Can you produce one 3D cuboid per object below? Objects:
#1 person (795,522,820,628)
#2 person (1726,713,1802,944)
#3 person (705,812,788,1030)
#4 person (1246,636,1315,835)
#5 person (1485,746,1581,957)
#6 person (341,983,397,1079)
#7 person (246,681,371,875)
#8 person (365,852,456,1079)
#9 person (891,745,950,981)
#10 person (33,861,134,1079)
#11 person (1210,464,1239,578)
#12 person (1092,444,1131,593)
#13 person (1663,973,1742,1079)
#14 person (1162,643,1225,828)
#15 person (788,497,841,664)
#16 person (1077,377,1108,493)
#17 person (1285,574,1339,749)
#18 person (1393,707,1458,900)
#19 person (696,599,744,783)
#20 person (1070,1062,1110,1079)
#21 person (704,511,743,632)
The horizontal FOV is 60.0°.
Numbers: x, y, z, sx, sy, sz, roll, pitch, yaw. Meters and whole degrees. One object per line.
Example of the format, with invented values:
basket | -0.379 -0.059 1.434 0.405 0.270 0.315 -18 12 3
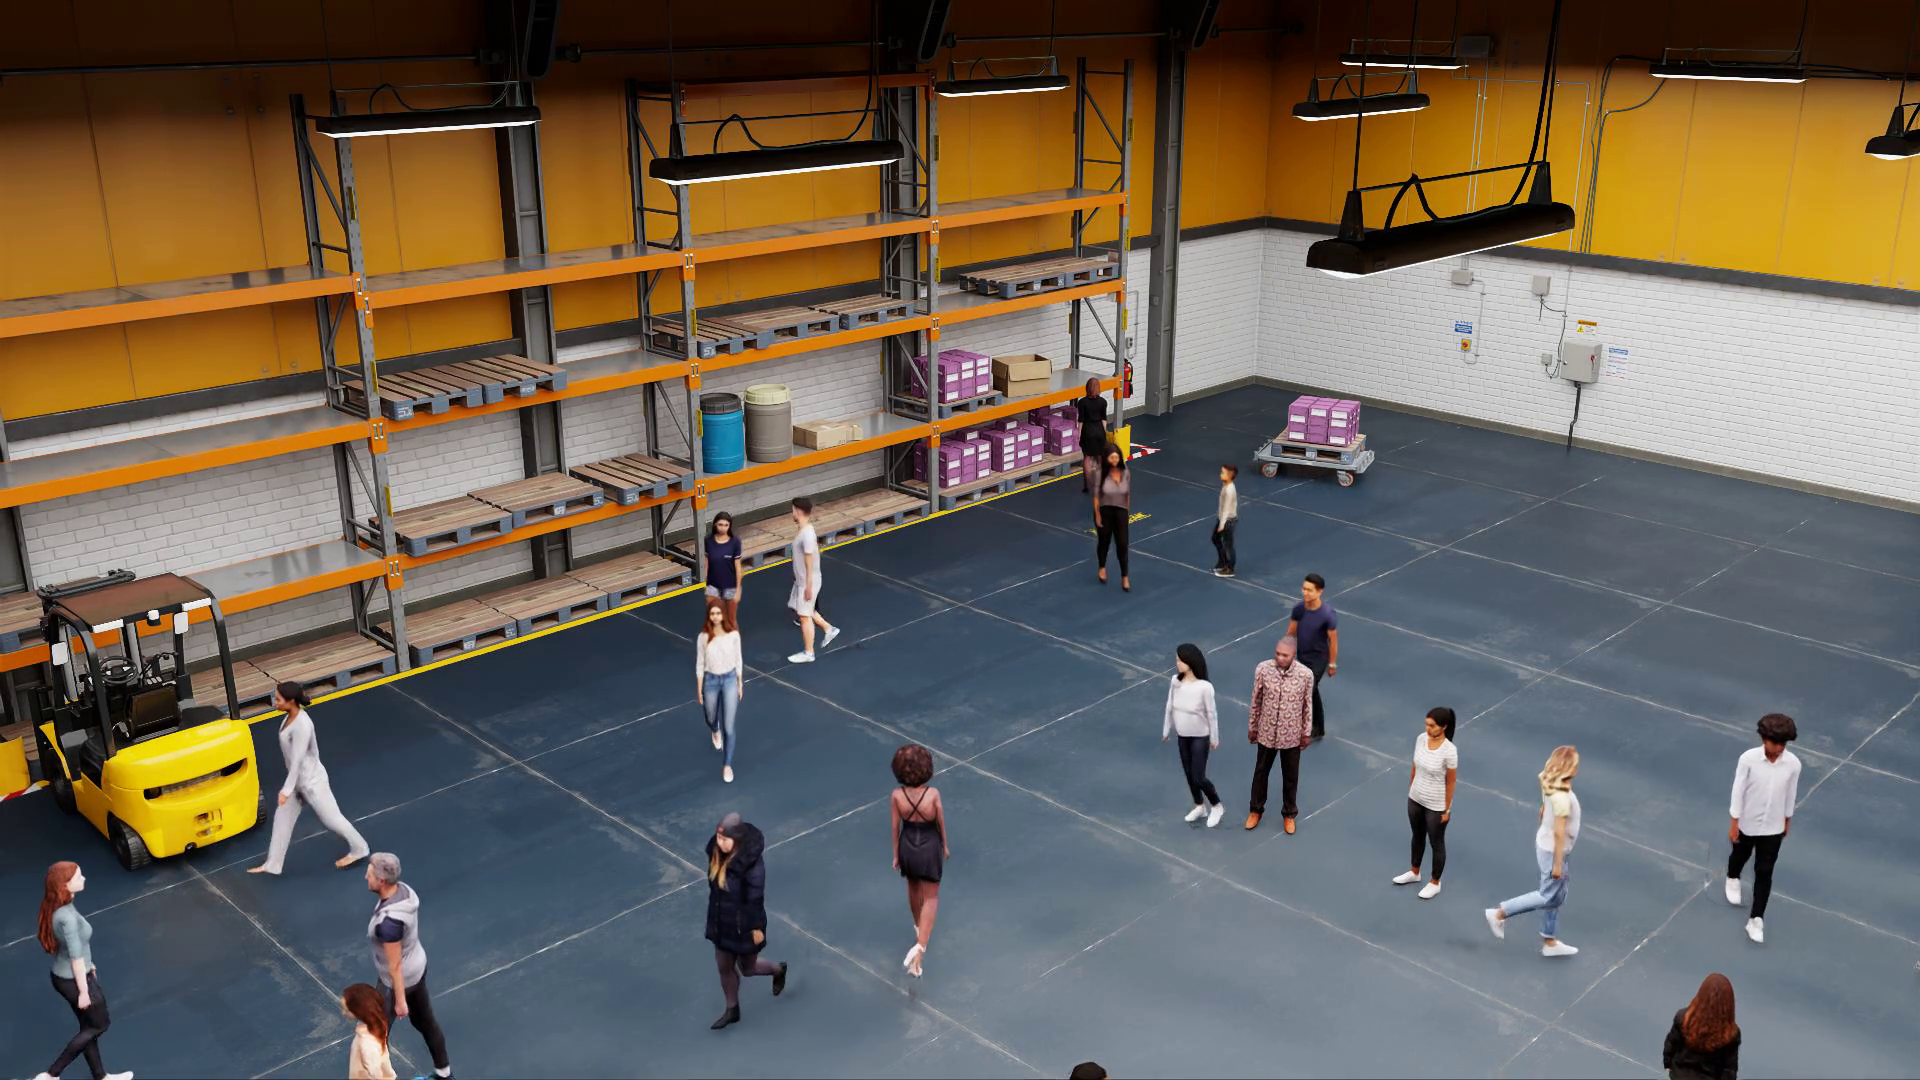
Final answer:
person | -1.752 0.390 19.070 0.575 1.253 0.412 16 24 40
person | 6.230 2.154 13.027 0.977 1.768 1.215 5 19 15
person | -1.510 2.644 11.738 0.695 1.660 0.915 15 24 38
person | 2.782 1.657 14.438 0.781 1.809 0.776 5 19 14
person | 4.372 2.358 12.518 1.023 1.706 0.999 2 19 7
person | -3.537 3.314 10.030 0.631 1.482 0.636 -7 20 -21
person | -5.279 1.973 13.688 1.208 1.688 0.767 -13 22 -33
person | -3.549 2.863 10.865 1.101 1.803 1.014 -2 19 -7
person | -0.311 2.403 12.304 0.952 1.757 1.113 4 19 11
person | -5.838 2.914 10.829 0.815 1.730 0.569 -16 25 -40
person | 3.383 -0.244 20.634 0.719 1.457 0.657 0 19 1
person | 1.809 -0.310 20.275 1.026 1.811 1.036 -3 19 -9
person | 4.436 3.332 10.035 0.782 1.444 1.013 8 20 22
person | 2.086 1.707 14.507 0.697 1.671 0.615 13 23 34
person | -1.577 0.426 18.053 1.003 1.835 0.927 -4 19 -13
person | 1.915 -1.510 24.004 0.642 1.706 0.717 -1 19 -4
person | 3.461 1.139 16.047 0.918 1.764 0.732 -12 22 -32
person | 3.803 2.090 13.412 0.605 1.643 0.621 -10 21 -27
person | -2.243 1.340 15.538 1.052 1.708 1.036 -3 19 -8
person | 0.704 3.560 9.031 0.722 1.653 0.623 5 19 14
person | -2.523 0.523 17.956 1.049 1.712 1.166 2 19 6
